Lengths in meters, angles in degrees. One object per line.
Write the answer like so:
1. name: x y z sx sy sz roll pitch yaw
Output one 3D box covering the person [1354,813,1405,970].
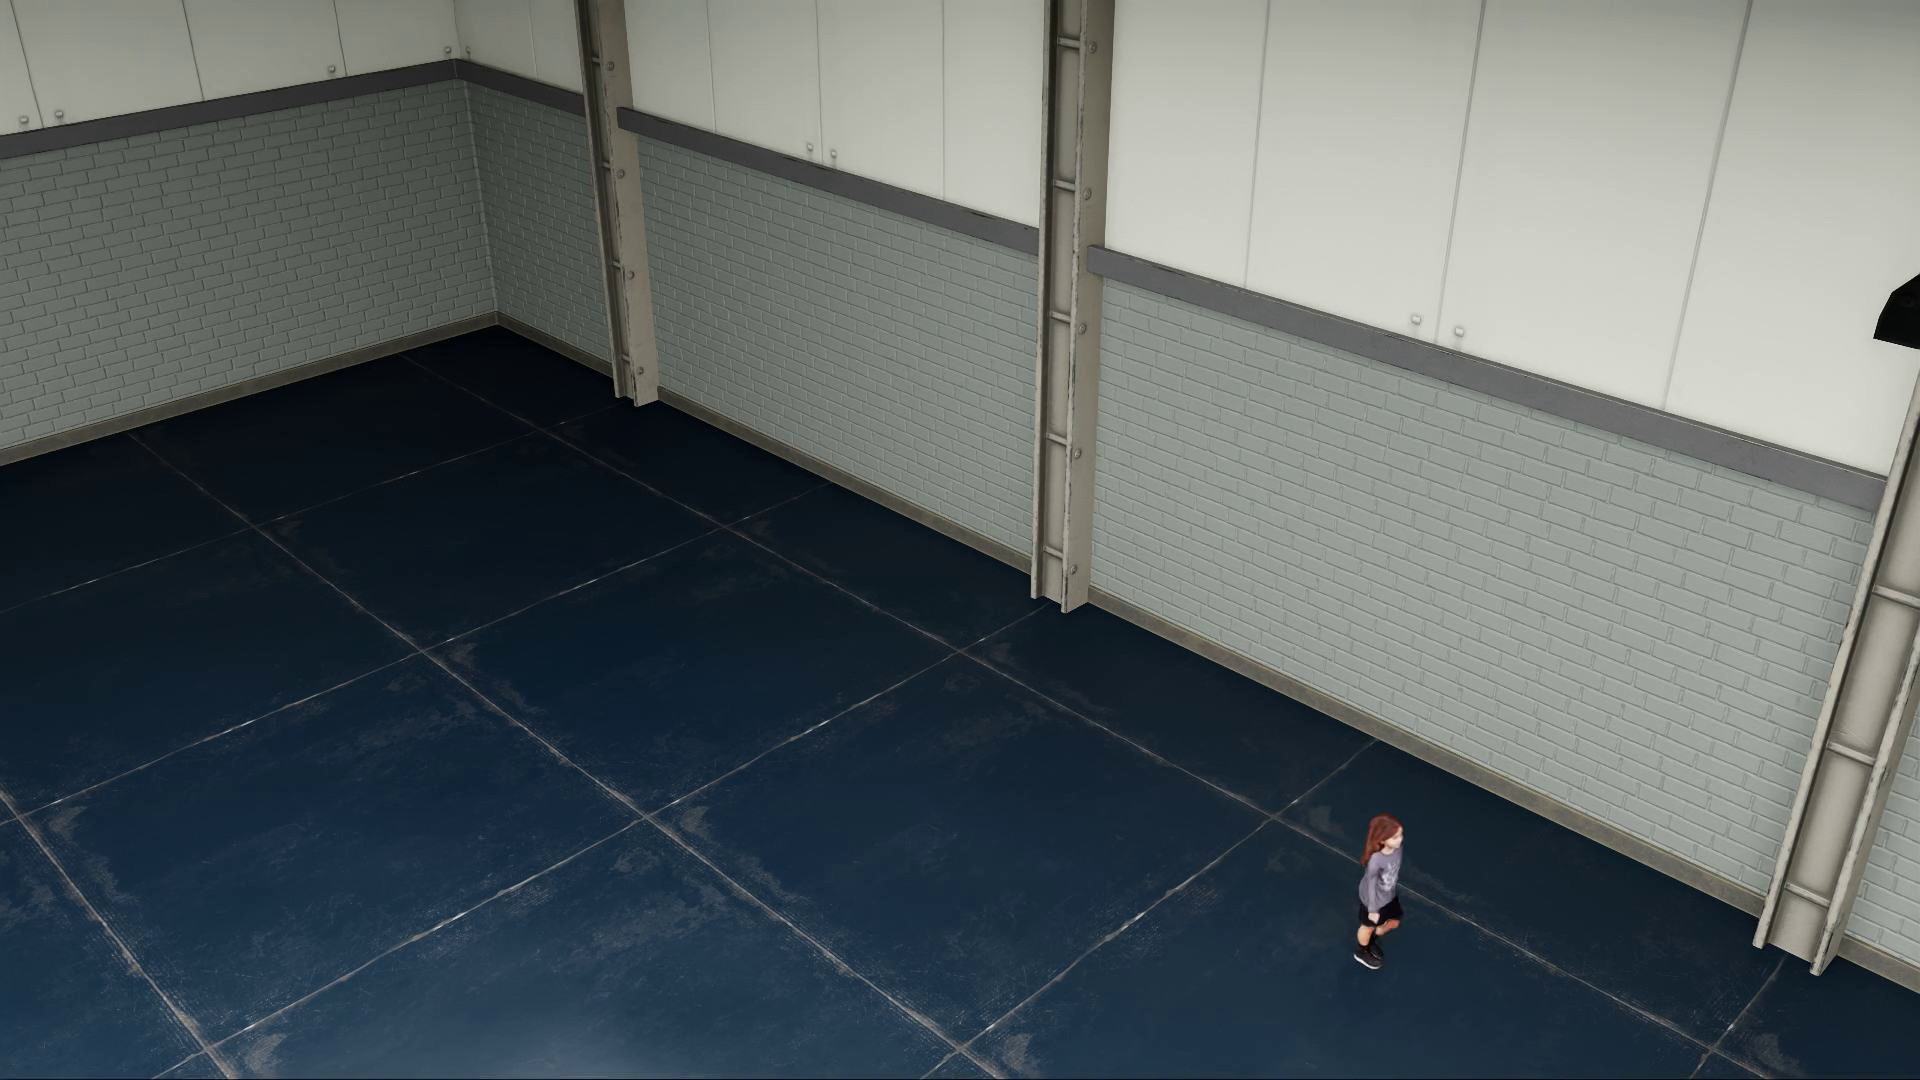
1. person: 2.417 2.036 9.762 0.483 1.099 0.488 -23 36 -37
